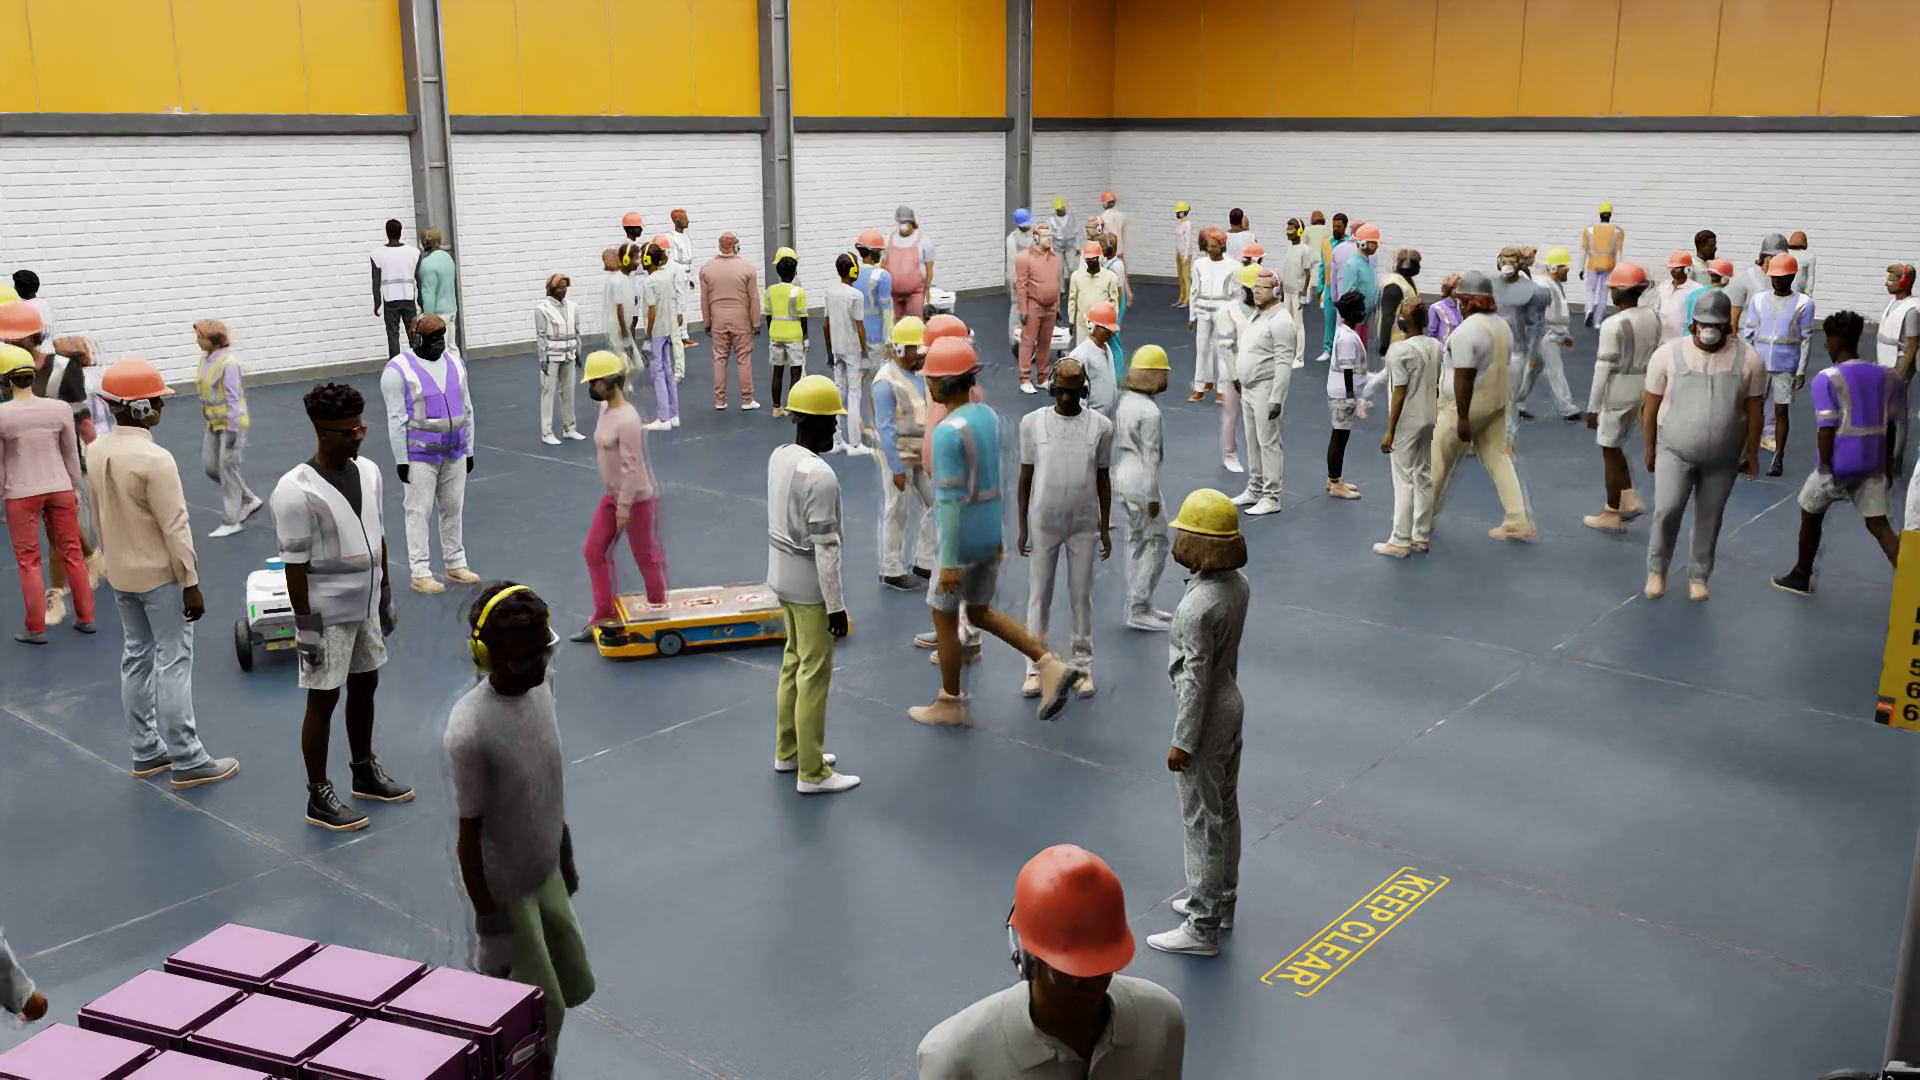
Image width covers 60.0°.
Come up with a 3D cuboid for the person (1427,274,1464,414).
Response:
[{"bbox_3d":[4.619,-1.699,15.769,0.519,1.645,0.307,-8,16,-28],"label":"person"}]

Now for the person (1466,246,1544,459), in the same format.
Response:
[{"bbox_3d":[4.973,-1.715,15.233,0.627,1.940,0.370,6,15,23],"label":"person"}]

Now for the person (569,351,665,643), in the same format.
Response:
[{"bbox_3d":[-2.044,-0.225,9.670,0.706,1.731,0.550,-8,16,-30],"label":"person"}]

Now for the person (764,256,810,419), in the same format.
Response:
[{"bbox_3d":[-1.772,-2.077,17.170,0.540,1.697,0.316,8,16,30],"label":"person"}]

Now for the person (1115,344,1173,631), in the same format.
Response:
[{"bbox_3d":[1.134,-0.319,10.083,0.361,1.730,0.523,-4,15,-15],"label":"person"}]

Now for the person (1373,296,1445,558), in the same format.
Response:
[{"bbox_3d":[3.171,-0.789,11.730,0.506,1.843,0.351,-10,17,-35],"label":"person"}]

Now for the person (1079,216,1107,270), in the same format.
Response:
[{"bbox_3d":[1.654,-3.039,20.589,0.410,1.909,0.643,-6,15,-23],"label":"person"}]

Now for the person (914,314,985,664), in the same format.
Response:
[{"bbox_3d":[-0.049,-0.287,9.432,0.391,1.986,0.610,-4,15,-14],"label":"person"}]

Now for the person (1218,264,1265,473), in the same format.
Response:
[{"bbox_3d":[2.477,-1.431,14.262,0.574,1.859,1.013,-1,14,-6],"label":"person"}]

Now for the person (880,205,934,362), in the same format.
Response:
[{"bbox_3d":[-0.696,-3.179,20.878,0.687,2.000,0.536,4,15,14],"label":"person"}]

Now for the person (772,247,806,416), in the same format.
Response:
[{"bbox_3d":[-1.789,-2.190,17.499,0.341,1.760,0.525,1,14,3],"label":"person"}]

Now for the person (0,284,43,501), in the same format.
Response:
[{"bbox_3d":[-7.693,-1.197,13.547,0.521,1.760,0.361,-13,19,-43],"label":"person"}]

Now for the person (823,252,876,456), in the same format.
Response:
[{"bbox_3d":[-1.032,-1.719,15.378,0.537,1.874,0.312,13,19,41],"label":"person"}]

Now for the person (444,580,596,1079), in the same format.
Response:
[{"bbox_3d":[-1.296,0.969,4.711,0.543,1.836,0.560,3,14,13],"label":"person"}]

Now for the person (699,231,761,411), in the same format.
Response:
[{"bbox_3d":[-2.431,-2.332,17.765,0.651,1.907,0.409,2,14,7],"label":"person"}]

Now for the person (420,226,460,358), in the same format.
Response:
[{"bbox_3d":[-5.713,-2.467,18.269,0.363,1.933,0.630,1,14,6],"label":"person"}]

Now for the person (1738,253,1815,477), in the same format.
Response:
[{"bbox_3d":[7.062,-1.516,14.442,0.550,1.935,0.376,12,19,40],"label":"person"}]

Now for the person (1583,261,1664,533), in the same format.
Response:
[{"bbox_3d":[4.903,-1.056,12.406,0.633,2.032,0.420,-10,17,-34],"label":"person"}]

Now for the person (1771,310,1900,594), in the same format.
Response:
[{"bbox_3d":[5.652,-0.472,10.394,0.636,1.896,1.085,-3,14,-12],"label":"person"}]

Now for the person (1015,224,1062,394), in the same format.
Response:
[{"bbox_3d":[0.925,-2.639,18.983,0.639,1.913,0.402,-11,18,-38],"label":"person"}]

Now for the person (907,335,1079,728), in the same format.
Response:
[{"bbox_3d":[0.144,-0.002,8.258,0.796,2.020,0.623,6,15,23],"label":"person"}]

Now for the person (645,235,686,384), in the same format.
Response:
[{"bbox_3d":[-3.488,-2.713,19.616,0.566,1.744,0.349,7,16,27],"label":"person"}]

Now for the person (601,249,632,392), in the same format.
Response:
[{"bbox_3d":[-3.941,-2.507,19.019,0.269,1.632,0.509,-8,16,-30],"label":"person"}]

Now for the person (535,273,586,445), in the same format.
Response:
[{"bbox_3d":[-3.840,-1.733,15.940,0.318,1.630,0.513,10,17,34],"label":"person"}]

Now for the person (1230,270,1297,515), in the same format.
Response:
[{"bbox_3d":[2.361,-1.159,13.067,0.409,1.911,0.651,-3,14,-12],"label":"person"}]

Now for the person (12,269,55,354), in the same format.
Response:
[{"bbox_3d":[-8.683,-1.702,15.692,0.320,1.685,0.542,-1,14,-6],"label":"person"}]

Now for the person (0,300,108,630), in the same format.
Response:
[{"bbox_3d":[-5.694,-0.525,10.383,0.646,1.992,1.035,1,14,4],"label":"person"}]

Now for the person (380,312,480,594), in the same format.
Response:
[{"bbox_3d":[-3.432,-0.568,10.879,0.431,1.836,0.619,11,18,38],"label":"person"}]

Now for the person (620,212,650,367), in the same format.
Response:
[{"bbox_3d":[-4.116,-3.168,21.041,0.359,1.939,0.542,-2,14,-9],"label":"person"}]

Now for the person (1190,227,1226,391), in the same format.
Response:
[{"bbox_3d":[2.939,-2.628,19.003,0.517,1.876,0.621,8,16,28],"label":"person"}]

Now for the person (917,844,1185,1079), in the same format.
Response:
[{"bbox_3d":[0.193,1.395,3.178,0.564,1.752,0.337,-6,15,-24],"label":"person"}]

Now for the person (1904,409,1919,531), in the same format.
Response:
[{"bbox_3d":[6.980,-0.816,11.752,0.574,1.883,0.358,-9,17,-32],"label":"person"}]

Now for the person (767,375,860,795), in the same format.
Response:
[{"bbox_3d":[-0.678,0.199,7.634,0.396,1.918,0.593,-6,15,-24],"label":"person"}]

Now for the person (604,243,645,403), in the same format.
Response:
[{"bbox_3d":[-3.436,-2.113,17.036,0.431,1.843,0.513,2,14,6],"label":"person"}]

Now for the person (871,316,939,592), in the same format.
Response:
[{"bbox_3d":[-0.267,-0.535,10.760,0.584,1.812,0.601,8,16,30],"label":"person"}]

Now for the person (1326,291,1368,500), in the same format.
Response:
[{"bbox_3d":[3.167,-1.189,13.625,0.318,1.697,0.535,2,14,8],"label":"person"}]

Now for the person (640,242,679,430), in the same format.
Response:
[{"bbox_3d":[-3.034,-2.033,16.648,0.310,1.868,0.532,4,15,16],"label":"person"}]

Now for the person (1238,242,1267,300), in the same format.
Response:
[{"bbox_3d":[3.211,-2.404,18.360,0.334,1.753,0.562,0,14,2],"label":"person"}]
